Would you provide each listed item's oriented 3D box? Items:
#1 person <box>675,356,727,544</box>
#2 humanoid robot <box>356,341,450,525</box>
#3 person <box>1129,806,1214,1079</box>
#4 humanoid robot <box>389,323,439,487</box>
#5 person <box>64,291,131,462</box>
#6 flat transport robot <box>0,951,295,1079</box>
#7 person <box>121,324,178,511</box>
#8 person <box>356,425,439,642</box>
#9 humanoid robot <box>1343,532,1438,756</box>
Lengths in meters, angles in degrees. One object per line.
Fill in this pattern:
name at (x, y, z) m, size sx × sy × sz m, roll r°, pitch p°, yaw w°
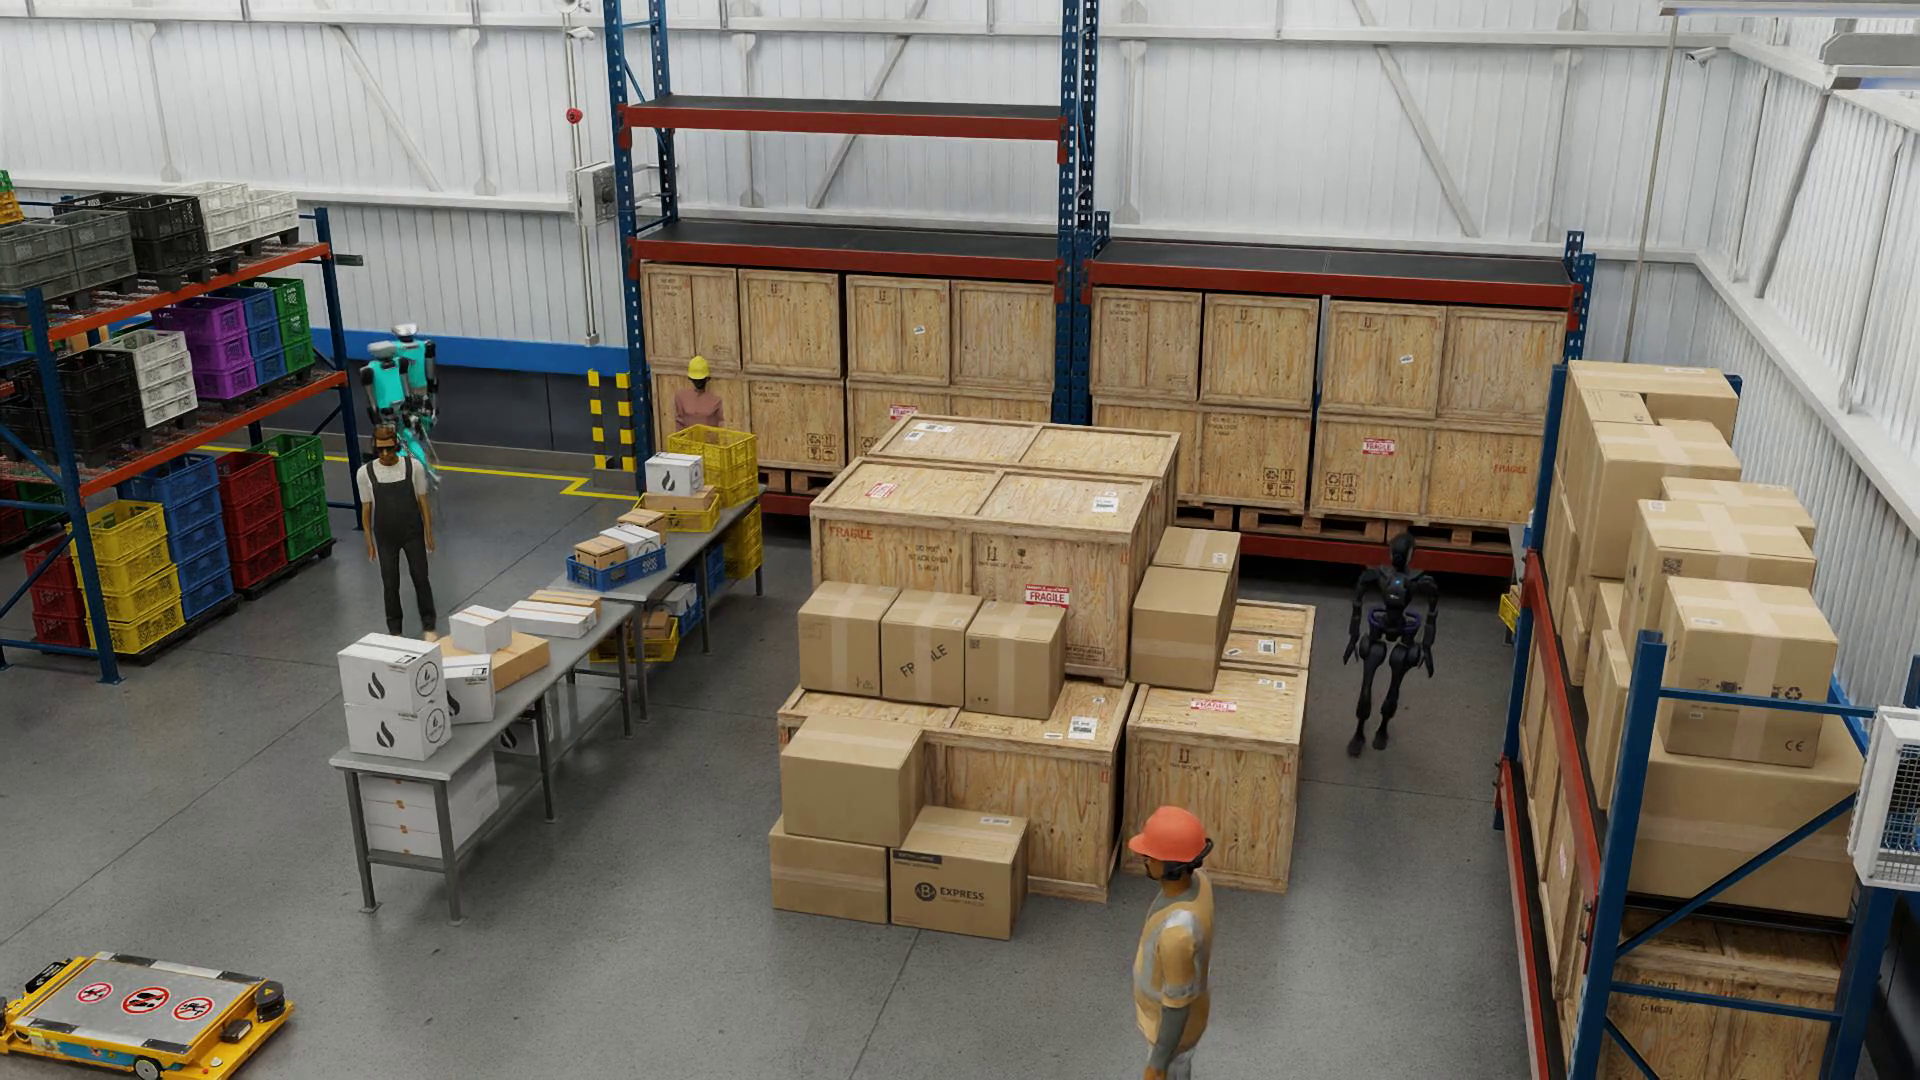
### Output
person at (-2.325, -0.820, 15.108) m, size 0.522 × 1.761 × 0.336 m, roll 3°, pitch 21°, yaw 9°
humanoid robot at (-5.110, -0.906, 15.480) m, size 0.769 × 1.855 × 0.550 m, roll 12°, pitch 24°, yaw 29°
person at (0.885, 2.060, 7.174) m, size 0.370 × 2.044 × 0.605 m, roll 4°, pitch 21°, yaw 11°
humanoid robot at (-5.426, -1.266, 16.346) m, size 0.547 × 1.830 × 0.664 m, roll -15°, pitch 25°, yaw -34°
person at (-8.858, -1.685, 17.145) m, size 0.555 × 1.931 × 0.379 m, roll 7°, pitch 22°, yaw 17°
flat transport robot at (-4.270, 2.464, 8.601) m, size 1.431 × 0.231 × 0.659 m, roll 5°, pitch 22°, yaw 13°
person at (-7.320, -0.948, 15.038) m, size 0.360 × 2.047 × 0.612 m, roll 4°, pitch 21°, yaw 11°
person at (-4.355, -0.021, 12.914) m, size 0.505 × 1.838 × 0.336 m, roll -8°, pitch 22°, yaw -20°
humanoid robot at (2.911, 0.702, 11.255) m, size 0.602 × 1.640 × 0.539 m, roll 7°, pitch 22°, yaw 17°
